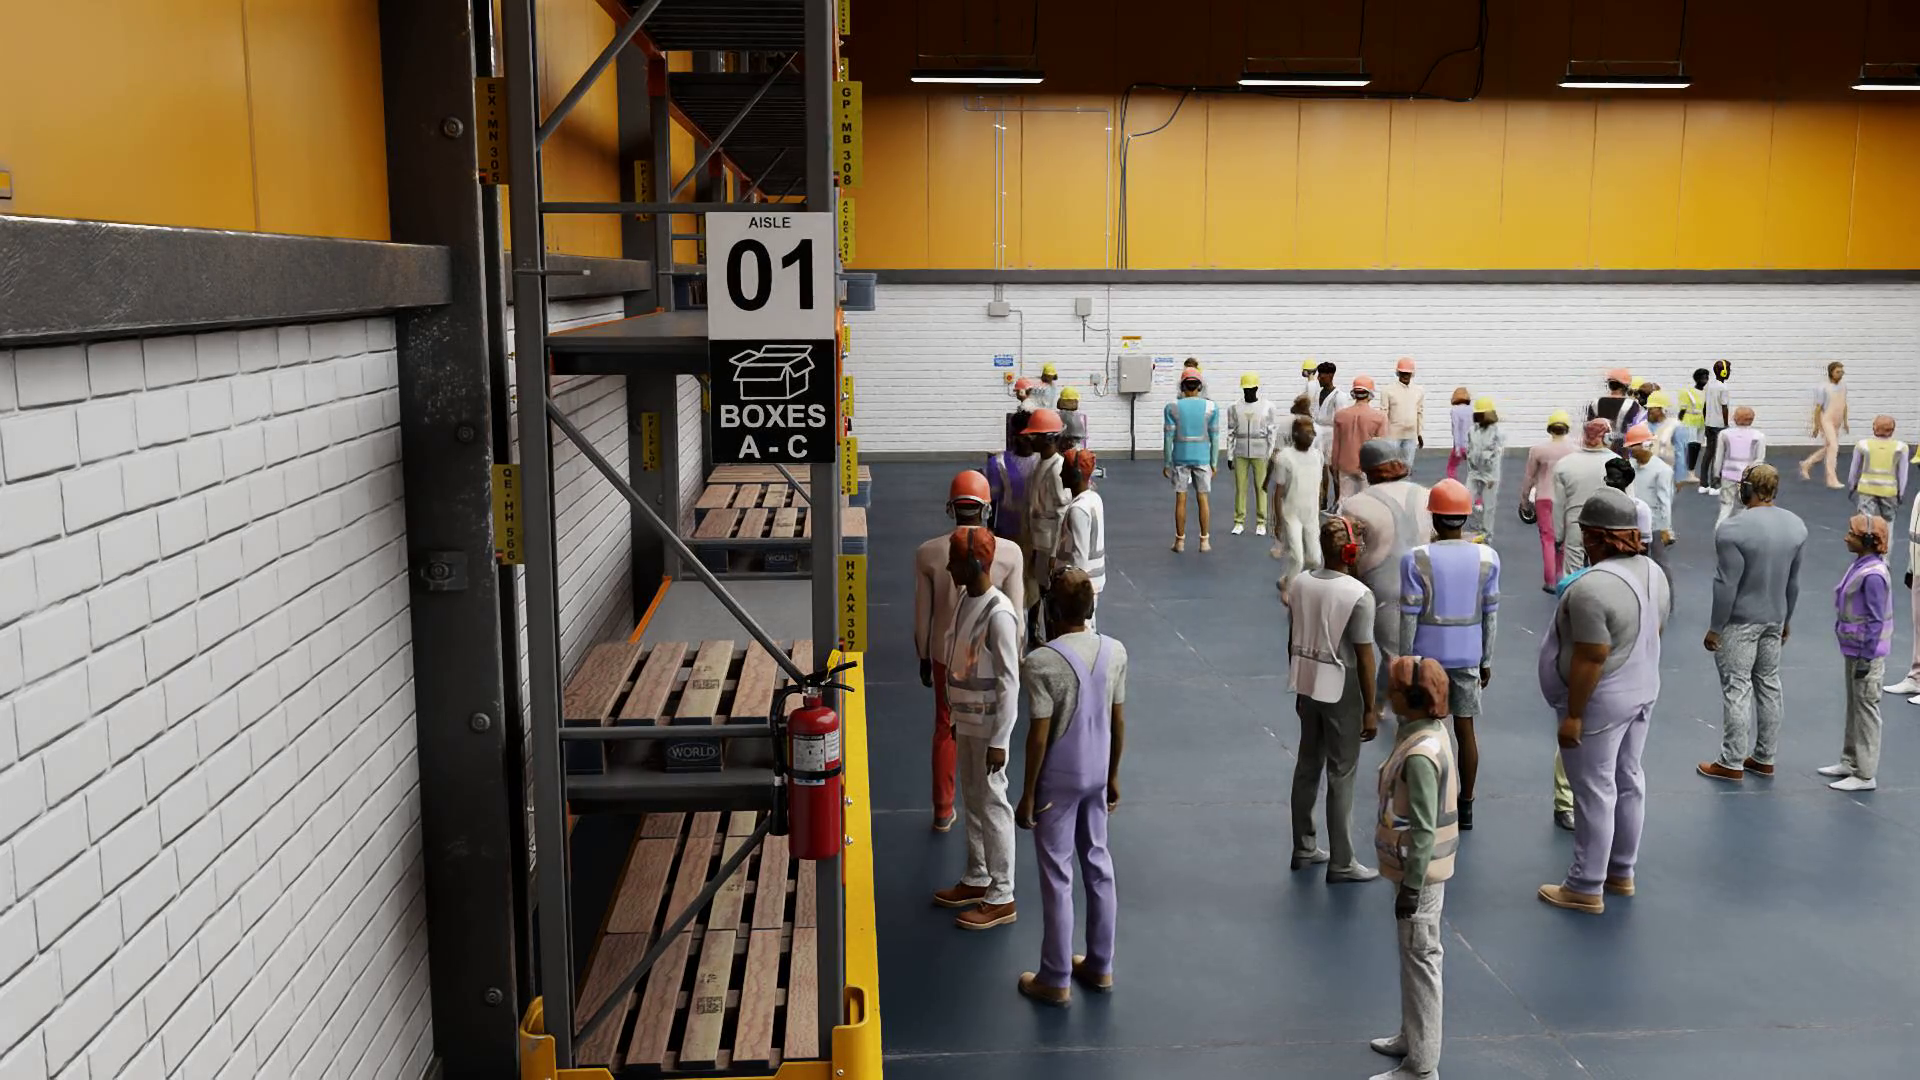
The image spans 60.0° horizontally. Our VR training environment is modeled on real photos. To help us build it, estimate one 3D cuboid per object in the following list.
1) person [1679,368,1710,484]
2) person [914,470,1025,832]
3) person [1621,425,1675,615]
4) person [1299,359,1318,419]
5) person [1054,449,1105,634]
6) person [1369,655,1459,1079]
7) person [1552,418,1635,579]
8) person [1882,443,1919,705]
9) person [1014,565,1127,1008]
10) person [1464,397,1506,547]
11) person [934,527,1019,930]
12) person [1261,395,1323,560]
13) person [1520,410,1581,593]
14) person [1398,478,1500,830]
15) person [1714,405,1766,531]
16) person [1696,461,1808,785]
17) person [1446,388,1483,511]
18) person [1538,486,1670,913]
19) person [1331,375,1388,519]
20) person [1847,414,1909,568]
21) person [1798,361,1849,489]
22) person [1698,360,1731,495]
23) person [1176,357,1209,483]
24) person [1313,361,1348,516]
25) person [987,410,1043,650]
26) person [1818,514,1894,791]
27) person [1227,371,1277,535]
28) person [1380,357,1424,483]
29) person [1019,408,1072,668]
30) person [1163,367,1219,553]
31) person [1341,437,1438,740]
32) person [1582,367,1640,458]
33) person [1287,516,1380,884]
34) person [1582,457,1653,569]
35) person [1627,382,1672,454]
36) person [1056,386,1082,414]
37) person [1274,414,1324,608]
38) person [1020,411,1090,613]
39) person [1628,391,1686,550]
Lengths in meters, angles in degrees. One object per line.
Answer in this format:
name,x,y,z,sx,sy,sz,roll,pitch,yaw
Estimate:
person,10.765,-1.648,24.146,0.554,1.680,0.611,-2,9,-13
person,0.054,0.612,9.067,0.604,1.986,0.405,2,9,11
person,6.046,-0.162,14.784,0.755,1.702,0.620,-3,9,-16
person,5.294,-1.864,25.282,0.311,1.768,0.531,2,9,13
person,0.794,0.323,11.186,0.356,1.883,0.574,2,9,11
person,1.698,1.235,6.217,0.309,1.639,0.523,3,9,16
person,5.078,-0.026,13.319,0.636,1.903,0.405,6,11,35
person,6.881,0.210,11.778,0.382,1.919,0.584,0,9,3
person,0.457,1.018,6.934,0.520,1.844,0.330,-6,11,-34
person,5.681,-0.697,18.072,0.383,1.724,0.480,-8,12,-40
person,0.091,0.864,7.775,0.339,1.883,0.584,-3,10,-19
person,3.505,-0.616,17.381,0.569,1.789,0.954,-4,10,-22
person,5.725,-0.388,16.117,0.540,1.724,0.871,1,9,7
person,2.641,0.630,9.074,0.545,1.942,0.349,0,9,-3
person,8.566,-0.678,18.320,0.515,1.618,0.631,6,11,34
person,4.724,0.492,9.942,0.636,1.939,0.362,-3,10,-21
person,6.491,-1.174,21.524,0.527,1.570,0.791,-5,10,-28
person,3.047,0.752,7.998,0.675,2.000,0.537,-7,12,-39
person,4.251,-0.760,17.683,0.617,1.986,0.415,6,11,32
person,9.403,-0.479,17.071,0.526,1.613,0.681,4,10,25
person,12.446,-1.669,23.895,0.524,1.820,0.794,-4,10,-25
person,10.483,-1.553,23.007,0.323,1.871,0.530,-2,9,-10
person,3.350,-1.729,24.168,0.496,1.855,0.416,5,10,28
person,4.652,-1.284,21.058,0.385,1.957,0.603,-4,10,-25
person,0.504,-0.072,13.407,0.614,1.962,0.362,-2,9,-12
person,5.316,0.662,9.809,0.315,1.641,0.515,3,10,19
person,3.394,-1.009,19.441,0.584,1.921,0.394,4,10,22
person,5.688,-1.359,21.400,0.623,1.990,0.390,-2,9,-12
person,0.651,0.024,12.556,0.397,2.044,0.609,-2,9,-11
person,2.519,-0.868,18.191,0.609,2.033,0.406,1,9,3
person,2.818,0.274,10.997,0.693,2.000,0.995,-3,9,-16
person,7.433,-0.985,19.153,0.975,2.003,0.629,-6,11,-33
person,1.854,0.795,8.333,0.390,1.846,0.565,-6,11,-31
person,4.861,0.225,12.369,0.317,1.698,0.540,-6,11,-34
person,7.782,-0.869,18.844,0.431,1.835,0.618,0,9,-1
person,1.261,-0.934,19.510,0.324,1.742,0.492,-3,9,-17
person,2.950,-0.197,14.605,0.522,1.829,0.547,-4,10,-22
person,0.608,-0.069,13.147,0.819,2.000,0.698,3,10,19
person,7.561,-0.737,18.164,0.952,1.777,0.606,-5,10,-27
